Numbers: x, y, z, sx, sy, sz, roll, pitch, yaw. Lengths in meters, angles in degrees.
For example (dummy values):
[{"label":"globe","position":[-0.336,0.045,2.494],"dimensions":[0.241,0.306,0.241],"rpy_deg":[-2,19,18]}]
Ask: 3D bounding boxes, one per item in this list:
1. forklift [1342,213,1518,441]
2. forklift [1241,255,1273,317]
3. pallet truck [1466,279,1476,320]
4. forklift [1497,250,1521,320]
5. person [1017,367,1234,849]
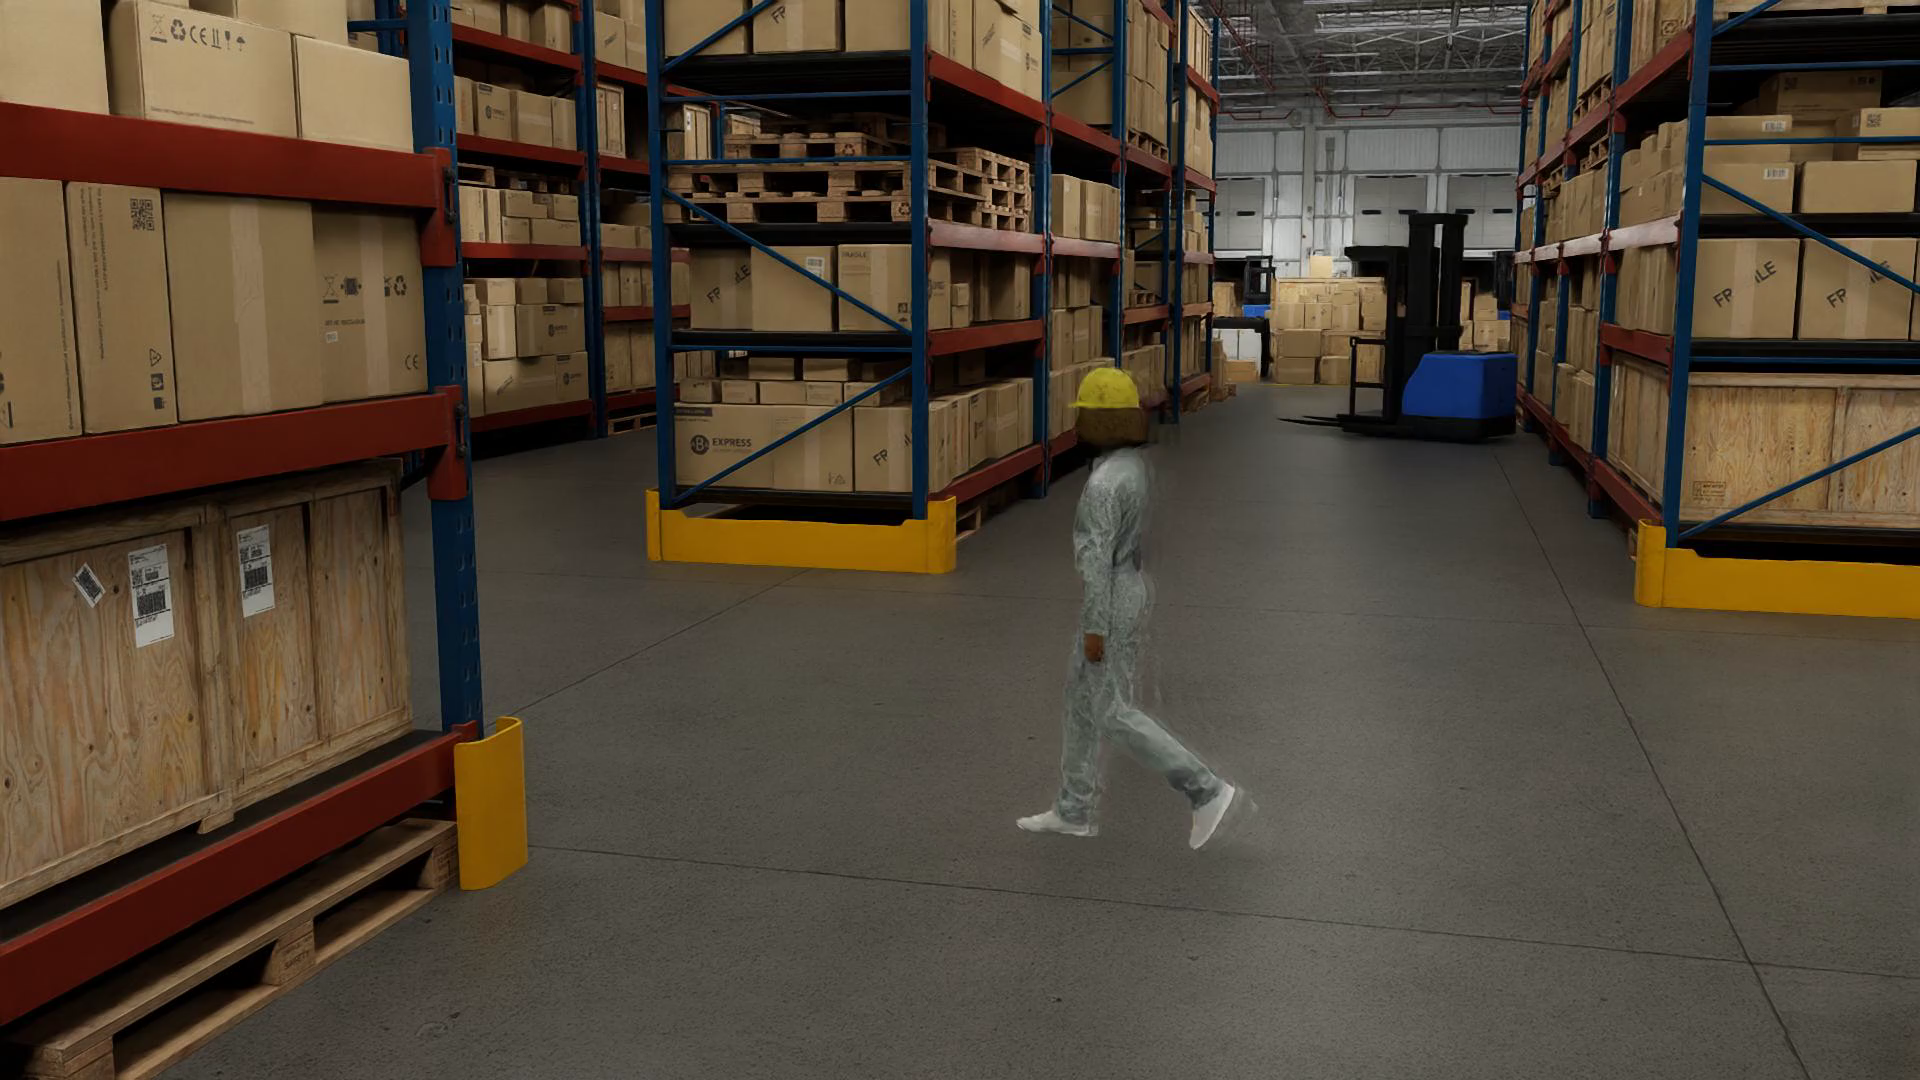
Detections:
[{"label":"forklift","position":[5.999,-2.714,21.013],"dimensions":[1.873,2.768,1.129],"rpy_deg":[9,12,44]},{"label":"forklift","position":[10.551,-8.662,58.805],"dimensions":[1.129,2.768,1.873],"rpy_deg":[2,9,15]},{"label":"pallet truck","position":[18.896,-8.459,60.307],"dimensions":[1.885,1.965,0.823],"rpy_deg":[5,10,31]},{"label":"forklift","position":[16.072,-6.977,48.097],"dimensions":[1.129,2.768,1.873],"rpy_deg":[1,9,9]},{"label":"person","position":[0.590,0.248,5.876],"dimensions":[0.732,1.716,0.493],"rpy_deg":[2,9,14]}]
